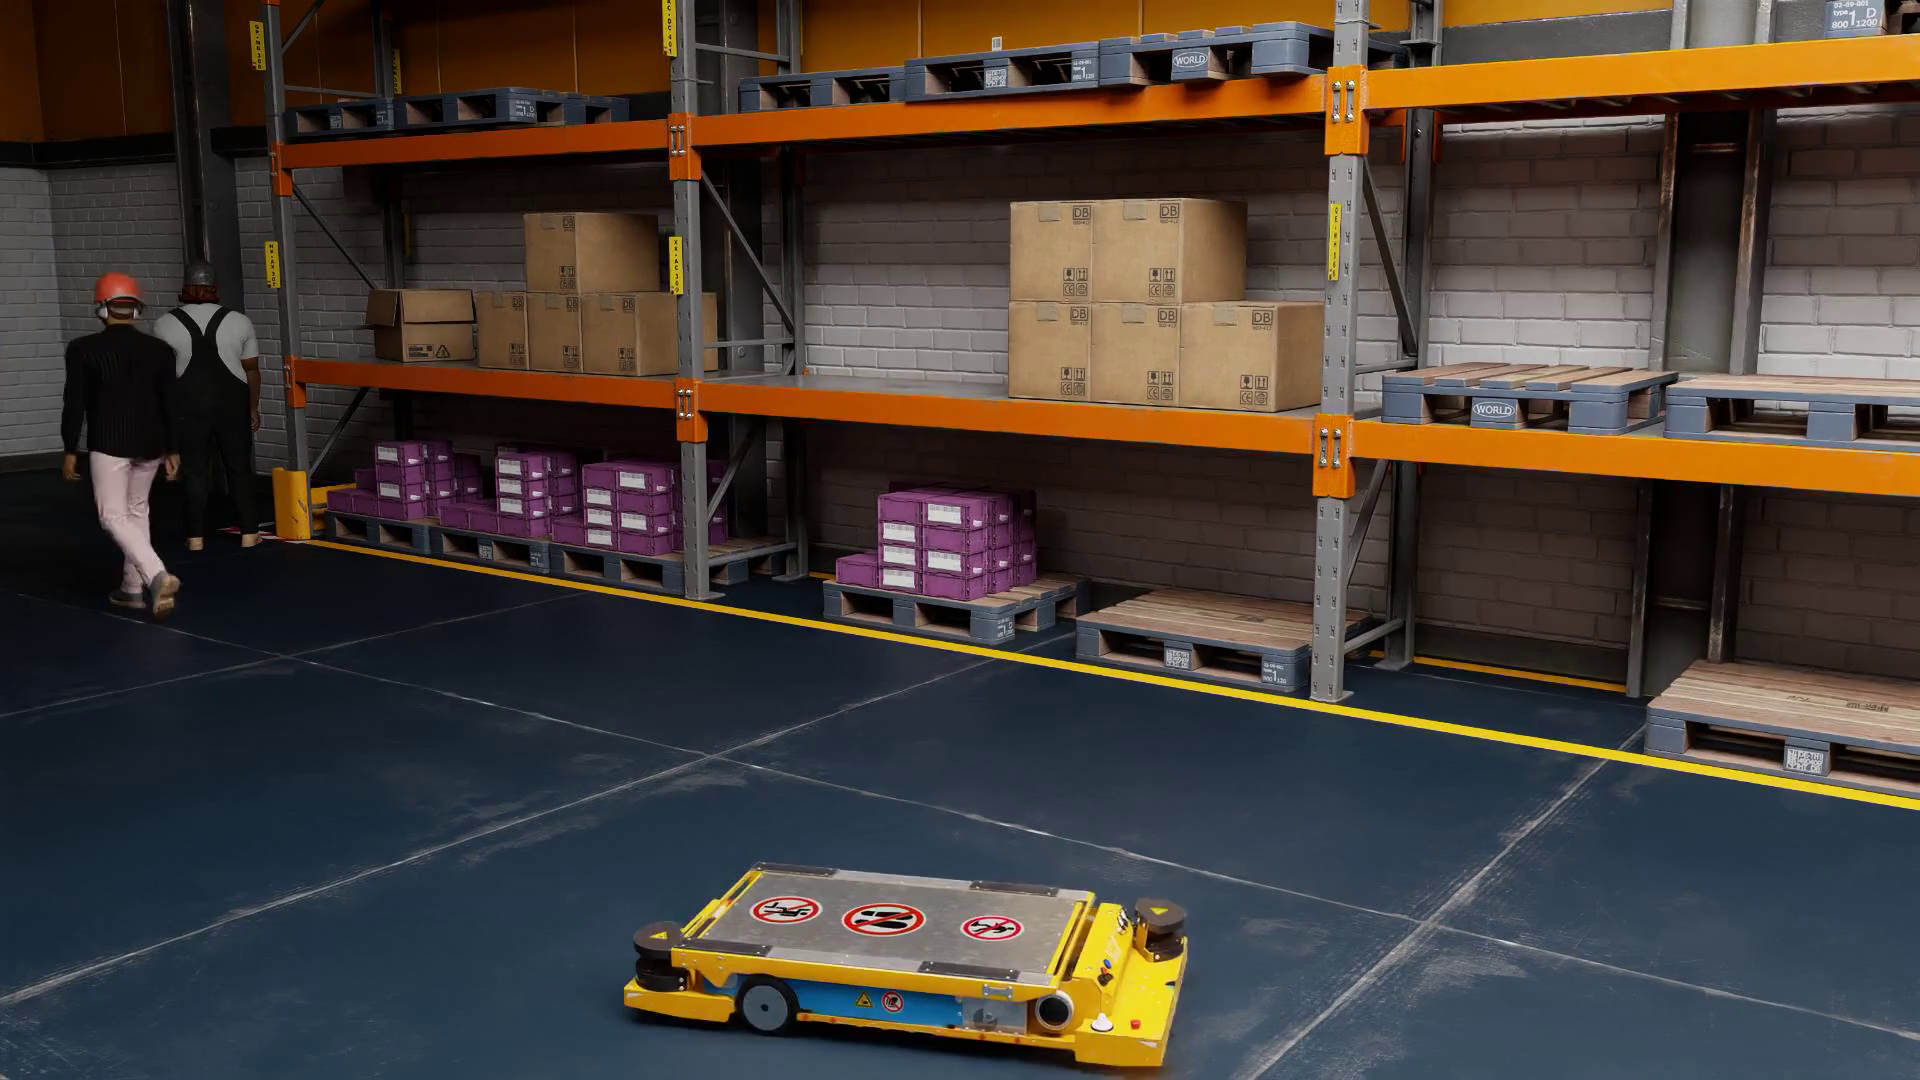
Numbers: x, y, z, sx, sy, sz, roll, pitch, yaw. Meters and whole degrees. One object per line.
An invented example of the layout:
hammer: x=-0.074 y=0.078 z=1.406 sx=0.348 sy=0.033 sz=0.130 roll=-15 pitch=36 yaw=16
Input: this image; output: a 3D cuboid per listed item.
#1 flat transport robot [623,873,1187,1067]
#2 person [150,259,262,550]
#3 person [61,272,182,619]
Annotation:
flat transport robot: x=-0.125 y=1.132 z=4.555 sx=1.431 sy=0.197 sz=0.652 roll=2 pitch=10 yaw=13
person: x=-5.279 y=-0.951 z=11.705 sx=0.684 sy=2.000 sz=0.538 roll=-4 pitch=10 yaw=-22
person: x=-4.706 y=-0.529 z=9.437 sx=0.883 sy=1.967 sz=0.615 roll=7 pitch=12 yaw=35
